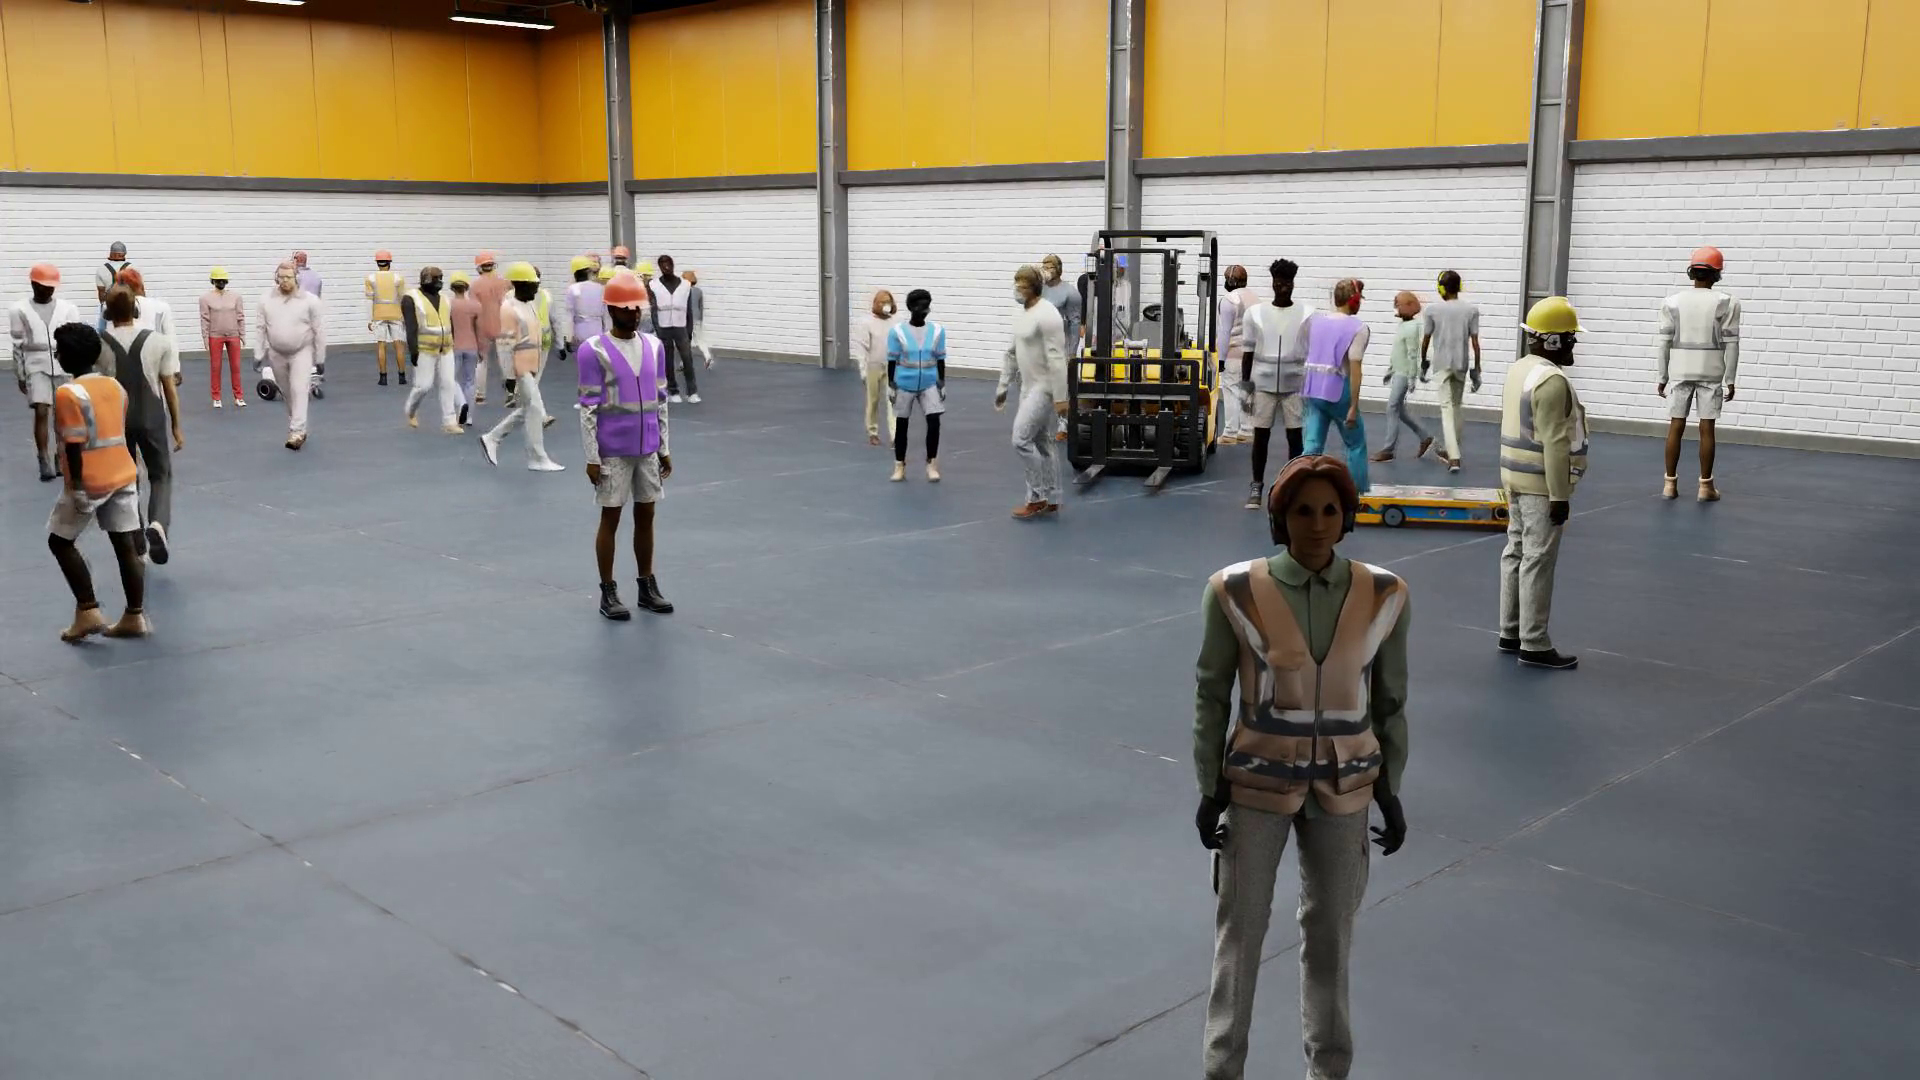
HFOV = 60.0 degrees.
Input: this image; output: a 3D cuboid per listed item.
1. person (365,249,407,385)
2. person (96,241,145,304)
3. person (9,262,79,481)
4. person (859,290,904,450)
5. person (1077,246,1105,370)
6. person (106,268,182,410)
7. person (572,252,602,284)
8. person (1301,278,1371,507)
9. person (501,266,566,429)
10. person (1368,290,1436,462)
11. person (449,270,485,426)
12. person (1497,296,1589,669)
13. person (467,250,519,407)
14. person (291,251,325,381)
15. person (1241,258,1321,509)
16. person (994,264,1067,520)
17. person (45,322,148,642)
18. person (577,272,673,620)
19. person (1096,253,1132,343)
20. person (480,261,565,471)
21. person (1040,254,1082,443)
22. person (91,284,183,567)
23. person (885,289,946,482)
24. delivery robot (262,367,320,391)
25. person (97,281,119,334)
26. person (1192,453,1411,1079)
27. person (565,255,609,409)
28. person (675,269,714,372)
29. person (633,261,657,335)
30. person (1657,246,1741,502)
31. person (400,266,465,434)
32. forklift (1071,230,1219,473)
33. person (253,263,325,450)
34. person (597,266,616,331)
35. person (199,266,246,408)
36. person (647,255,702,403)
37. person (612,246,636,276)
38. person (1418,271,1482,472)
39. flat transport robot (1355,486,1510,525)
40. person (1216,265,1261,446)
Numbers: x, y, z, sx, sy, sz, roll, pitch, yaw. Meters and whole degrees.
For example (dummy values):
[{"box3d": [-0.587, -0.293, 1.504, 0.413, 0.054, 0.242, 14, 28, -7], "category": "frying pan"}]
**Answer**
[{"box3d": [-8.189, -3.178, 23.762, 0.548, 1.934, 0.374, -4, 11, -22], "category": "person"}, {"box3d": [-13.181, -3.680, 26.213, 0.672, 2.000, 0.536, -3, 11, -16], "category": "person"}, {"box3d": [-7.933, -1.461, 14.530, 0.538, 1.893, 0.840, -7, 13, -35], "category": "person"}, {"box3d": [-0.769, -1.701, 16.648, 0.516, 1.581, 0.877, -4, 11, -19], "category": "person"}, {"box3d": [1.798, -2.836, 21.729, 0.624, 1.993, 0.388, -7, 13, -35], "category": "person"}, {"box3d": [-7.636, -1.625, 15.579, 0.601, 1.844, 0.939, -6, 12, -31], "category": "person"}, {"box3d": [-5.414, -3.319, 24.654, 0.658, 1.888, 0.611, -3, 11, -17], "category": "person"}, {"box3d": [2.848, -1.024, 12.361, 0.899, 1.808, 0.574, -7, 13, -34], "category": "person"}, {"box3d": [-4.691, -2.130, 18.445, 0.961, 1.787, 0.634, 10, 14, 42], "category": "person"}, {"box3d": [4.201, -1.543, 15.696, 0.624, 1.613, 0.511, 1, 10, 5], "category": "person"}, {"box3d": [-5.526, -2.118, 18.467, 0.527, 1.751, 0.607, -5, 12, -27], "category": "person"}, {"box3d": [2.895, -0.285, 8.263, 0.404, 1.833, 0.590, 0, 10, -2], "category": "person"}, {"box3d": [-5.828, -2.631, 20.747, 0.606, 1.950, 1.026, -8, 13, -37], "category": "person"}, {"box3d": [-9.526, -3.229, 24.120, 0.401, 1.906, 0.650, 3, 11, 17], "category": "person"}, {"box3d": [2.494, -1.203, 12.927, 0.630, 1.960, 0.369, 2, 11, 13], "category": "person"}, {"box3d": [0.523, -1.086, 12.401, 0.588, 1.913, 0.671, -4, 11, -19], "category": "person"}, {"box3d": [-4.565, -0.295, 8.733, 0.503, 1.681, 0.537, 2, 11, 11], "category": "person"}, {"box3d": [-1.840, -0.517, 9.273, 0.543, 1.929, 0.380, -10, 14, -43], "category": "person"}, {"box3d": [1.881, -2.529, 20.225, 0.605, 1.935, 0.426, -8, 13, -38], "category": "person"}, {"box3d": [-4.015, -1.568, 15.076, 0.781, 1.905, 0.590, 2, 10, 8], "category": "person"}, {"box3d": [0.957, -1.971, 17.172, 0.628, 1.940, 0.377, 8, 13, 37], "category": "person"}, {"box3d": [-5.233, -0.705, 10.570, 0.532, 1.831, 0.621, -5, 11, -25], "category": "person"}, {"box3d": [-0.387, -1.327, 14.359, 0.543, 1.678, 0.386, -3, 11, -17], "category": "person"}, {"box3d": [-8.702, -2.147, 21.649, 0.707, 0.478, 0.477, 3, 11, 15], "category": "delivery robot"}, {"box3d": [-10.267, -2.404, 20.444, 0.602, 1.593, 0.861, -5, 12, -27], "category": "person"}, {"box3d": [0.797, 0.608, 3.922, 0.513, 1.641, 0.309, -1, 10, -3], "category": "person"}, {"box3d": [-4.472, -2.492, 20.134, 0.836, 1.896, 0.593, 8, 13, 37], "category": "person"}, {"box3d": [-4.146, -3.398, 25.860, 0.740, 1.605, 0.507, 9, 14, 40], "category": "person"}, {"box3d": [-4.043, -2.611, 21.014, 0.472, 1.810, 0.607, 2, 11, 10], "category": "person"}, {"box3d": [5.928, -1.327, 13.373, 0.611, 2.043, 0.375, 7, 13, 34], "category": "person"}, {"box3d": [-5.695, -2.039, 17.908, 0.733, 1.802, 0.640, 8, 13, 38], "category": "person"}, {"box3d": [1.804, -1.825, 15.677, 1.214, 2.155, 2.313, 2, 11, 13], "category": "forklift"}, {"box3d": [-6.762, -1.854, 16.772, 0.645, 1.859, 1.001, 0, 10, -2], "category": "person"}, {"box3d": [-4.377, -2.540, 20.808, 0.322, 1.743, 0.489, 5, 12, 26], "category": "person"}, {"box3d": [-9.144, -2.520, 20.666, 0.518, 1.756, 0.353, -8, 13, -38], "category": "person"}, {"box3d": [-3.620, -2.641, 20.988, 0.589, 1.873, 0.806, -4, 11, -21], "category": "person"}, {"box3d": [-4.960, -3.351, 24.612, 0.623, 1.976, 0.595, 2, 11, 12], "category": "person"}, {"box3d": [4.483, -1.544, 15.215, 0.505, 1.814, 0.944, -1, 10, -4], "category": "person"}, {"box3d": [3.558, -0.256, 12.367, 1.431, 0.197, 0.652, 3, 11, 15], "category": "flat transport robot"}, {"box3d": [2.815, -1.882, 16.996, 0.432, 1.836, 0.618, 8, 13, 39], "category": "person"}]
